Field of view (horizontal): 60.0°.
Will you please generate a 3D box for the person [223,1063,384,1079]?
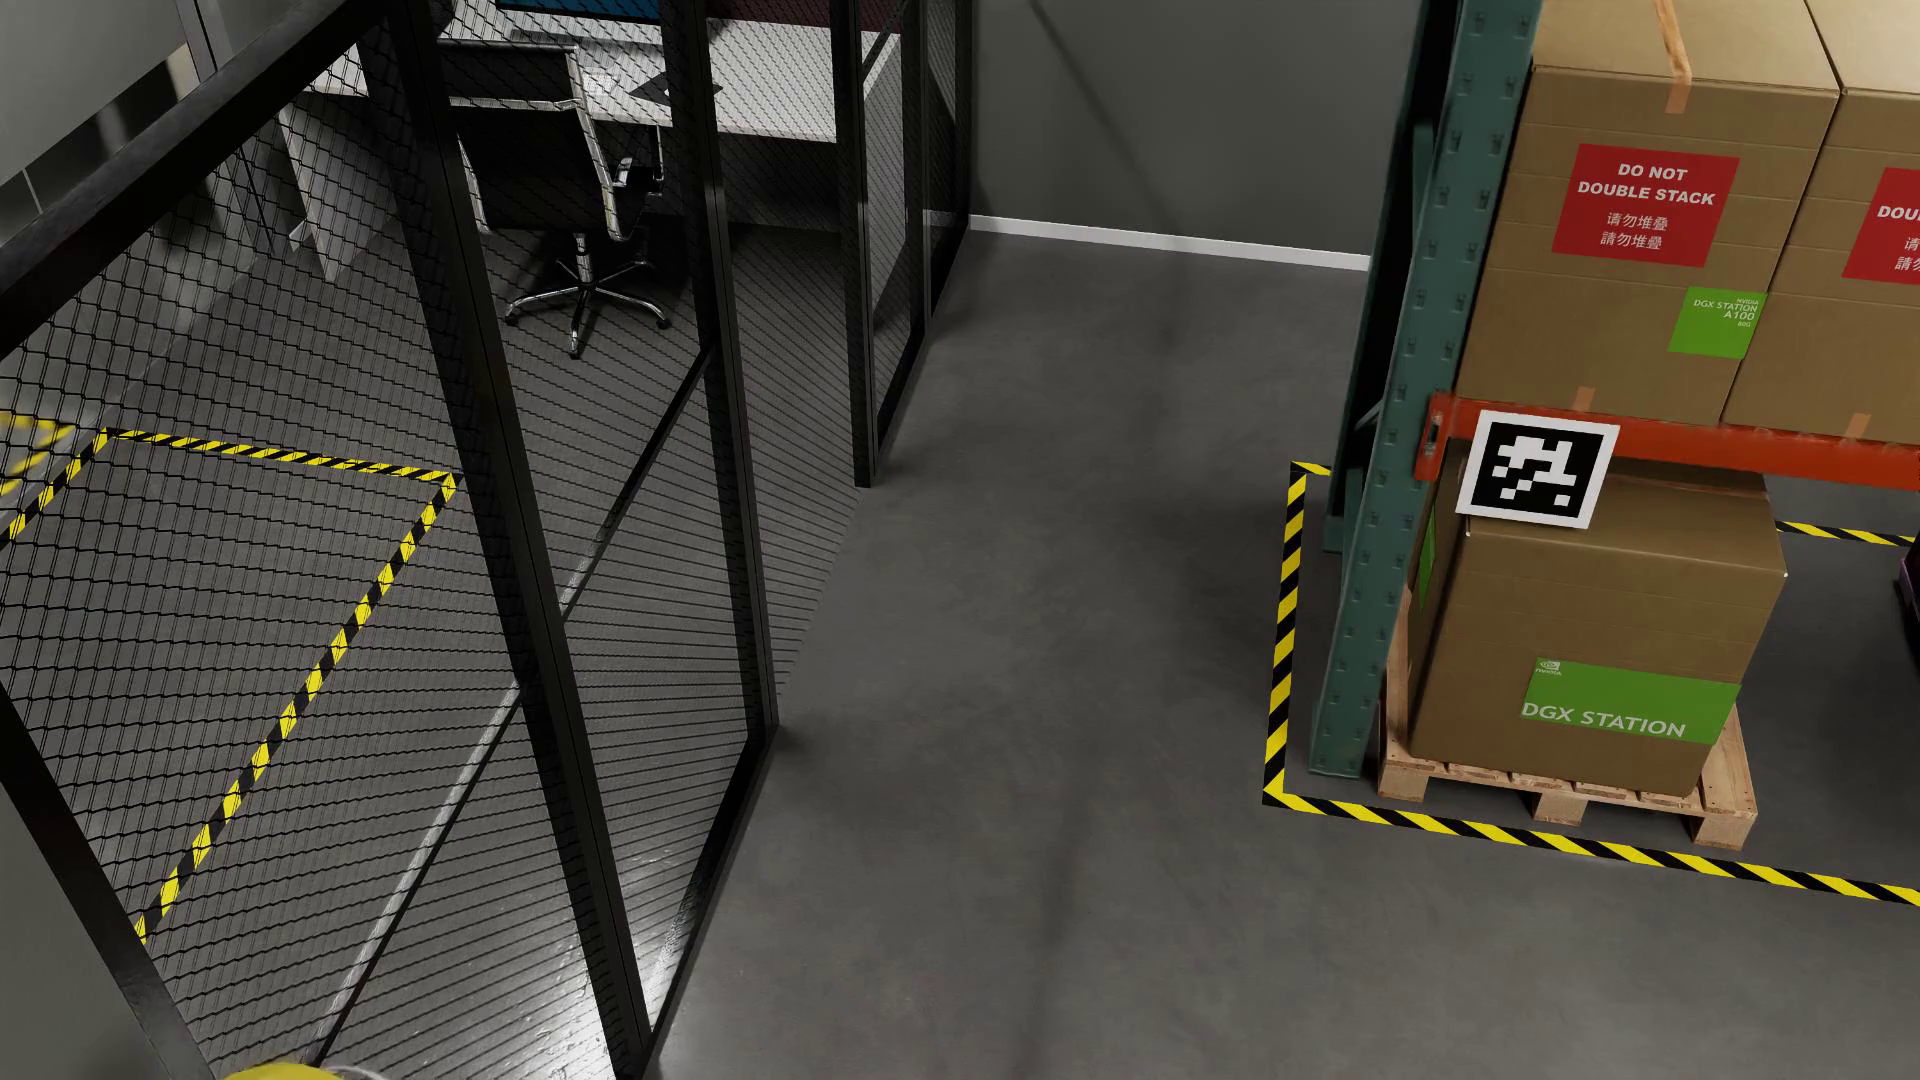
[{"bbox_3d":[-0.678,1.230,2.161,0.602,1.830,0.404,13,43,14],"label":"person"}]
